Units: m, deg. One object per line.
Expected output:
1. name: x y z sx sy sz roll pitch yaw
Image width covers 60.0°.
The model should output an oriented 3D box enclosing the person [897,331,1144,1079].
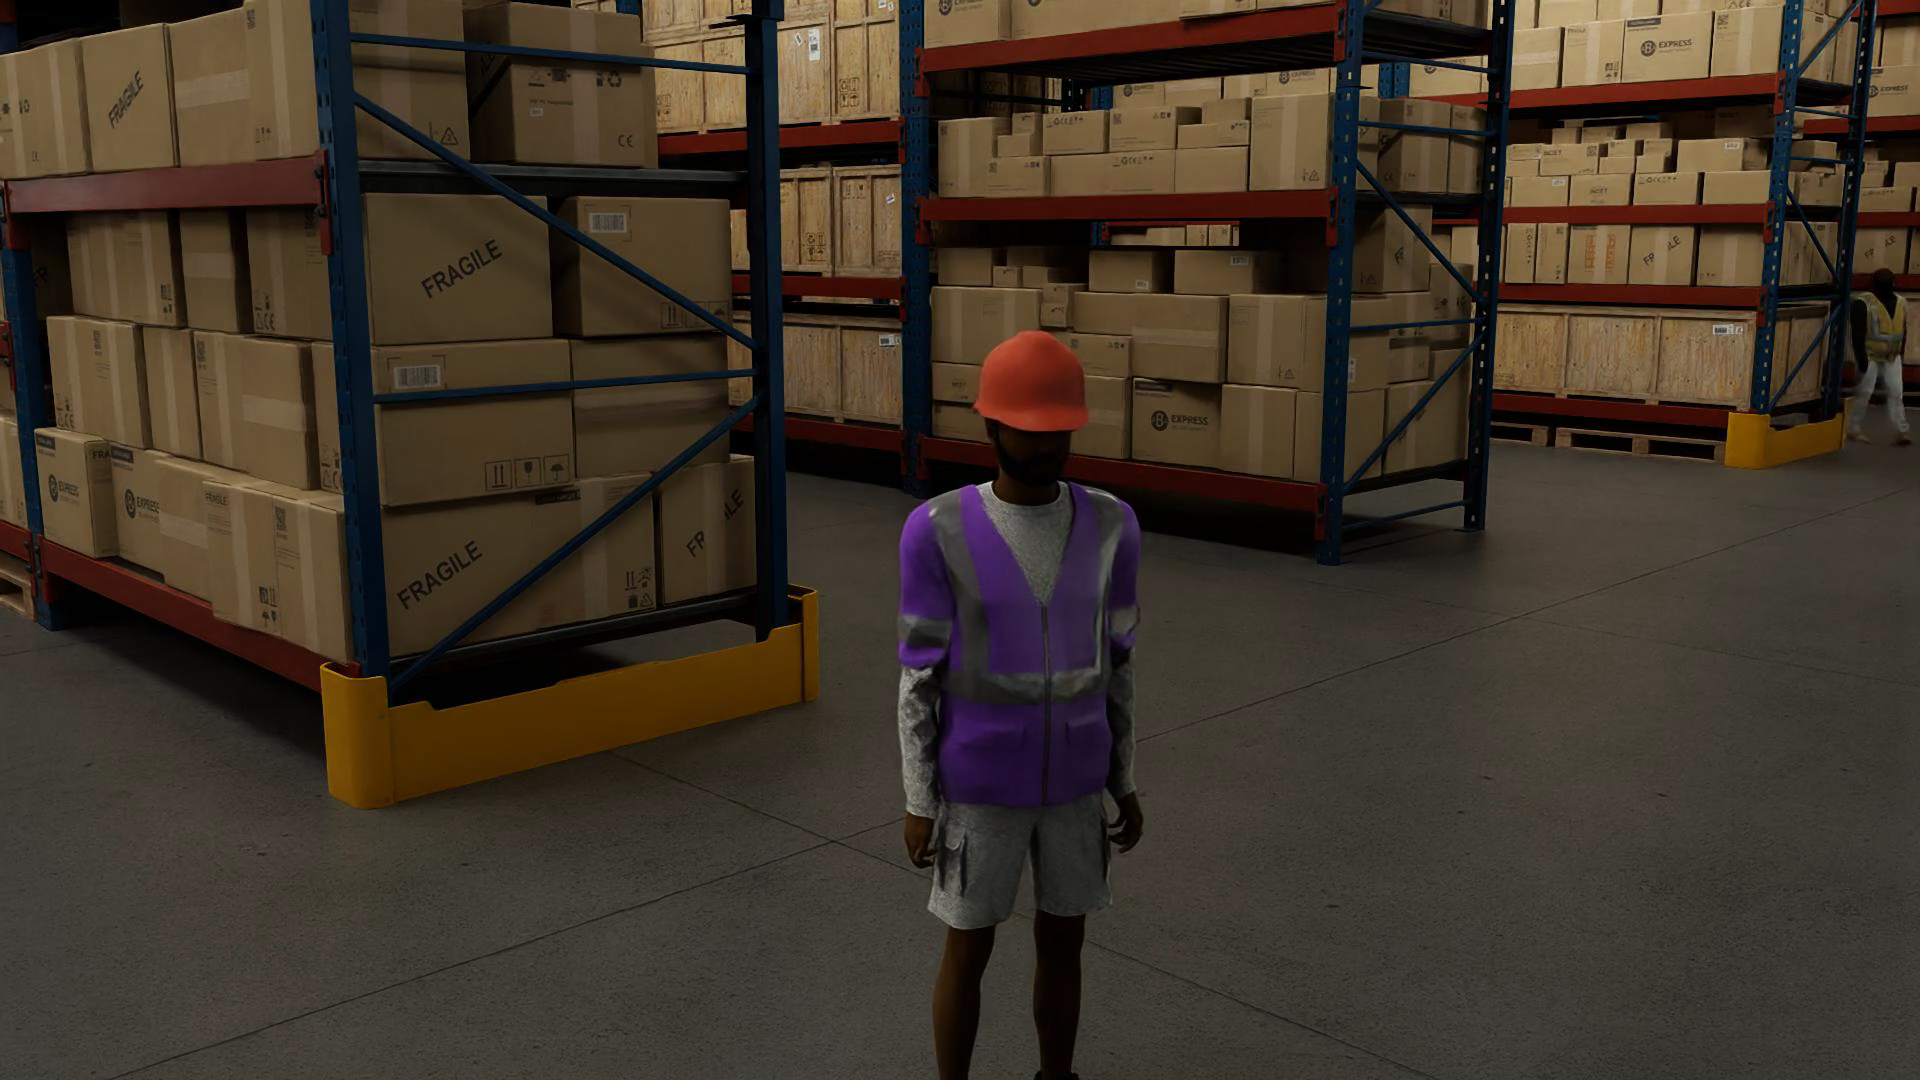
1. person: 0.146 0.517 3.614 0.553 1.933 0.370 -3 11 -16

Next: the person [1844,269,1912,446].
1. person: 9.381 -1.845 16.889 0.689 1.792 0.784 -2 11 -10
